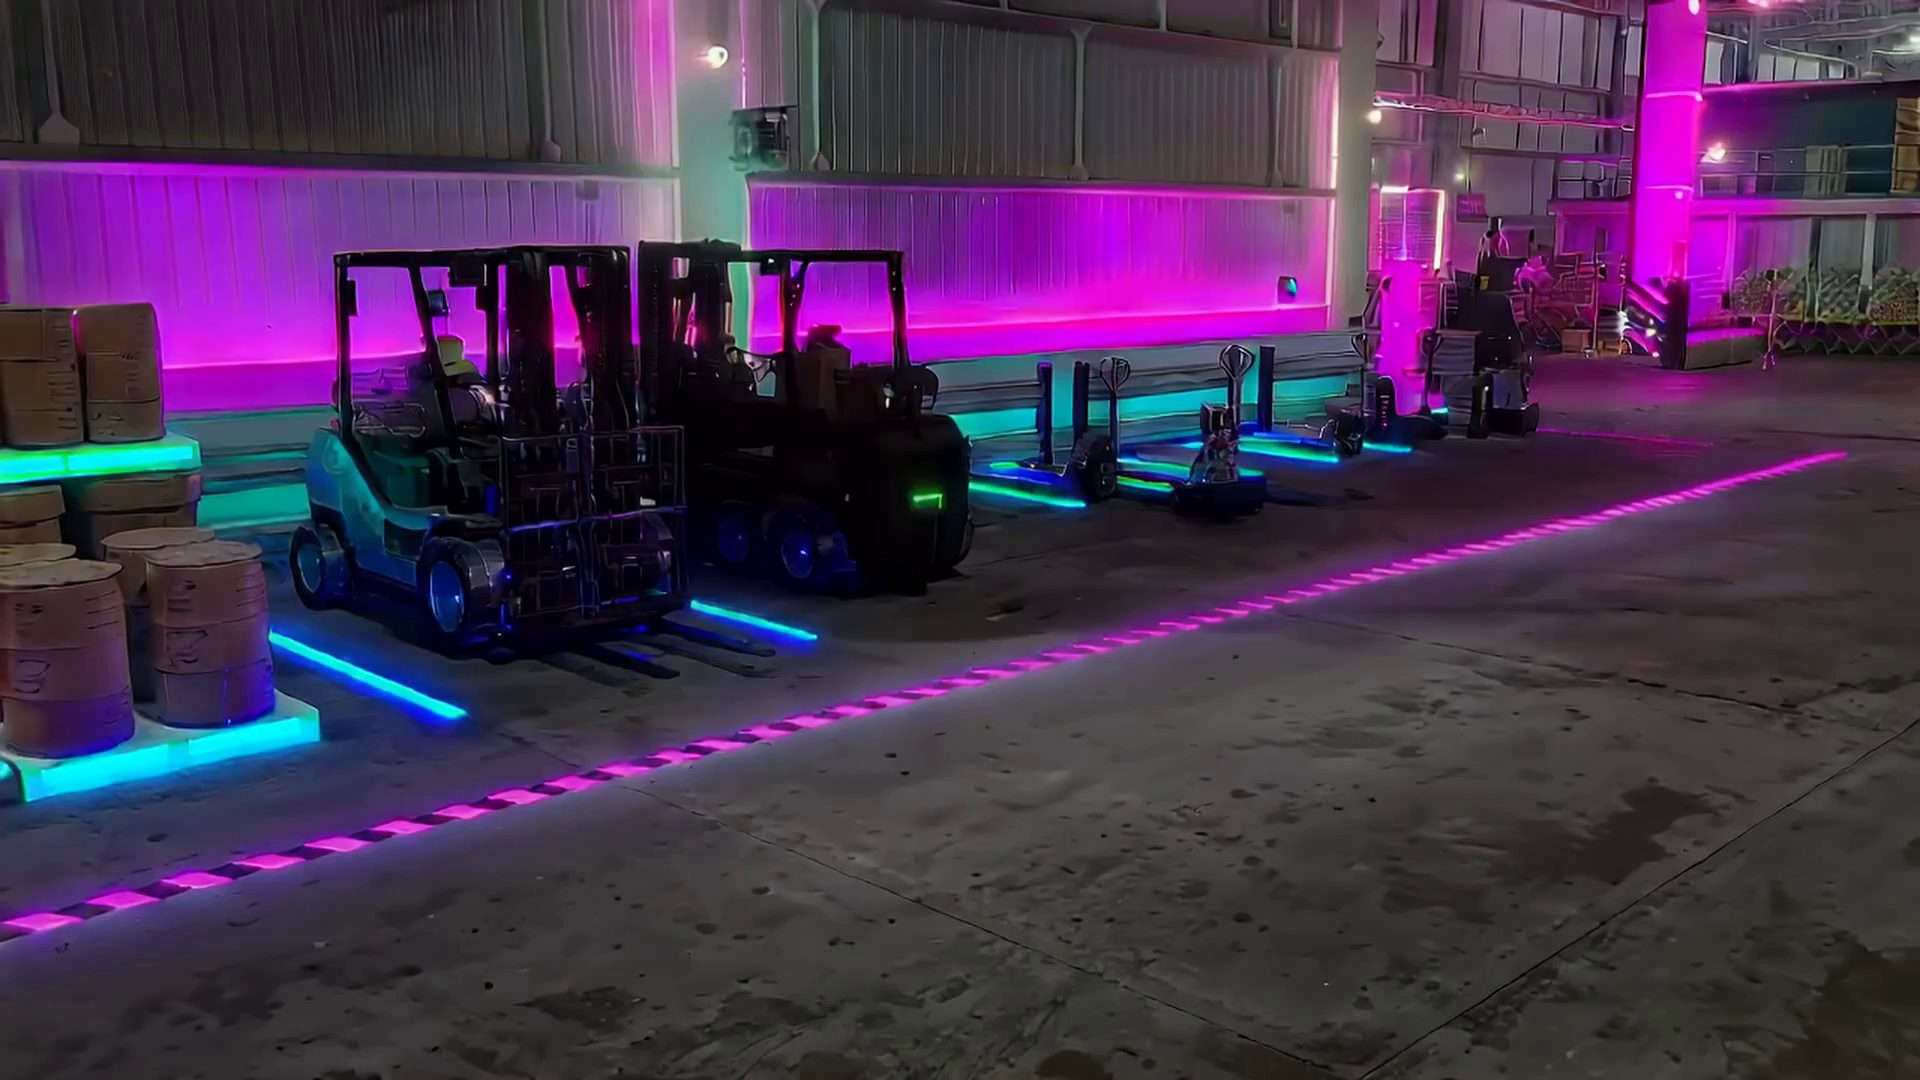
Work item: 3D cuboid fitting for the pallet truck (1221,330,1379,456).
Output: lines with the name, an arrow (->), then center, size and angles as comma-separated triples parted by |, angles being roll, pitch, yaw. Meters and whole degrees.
pallet truck -> 3.563, -1.581, 17.381 | 0.653, 1.274, 1.630 | -10, 14, -44

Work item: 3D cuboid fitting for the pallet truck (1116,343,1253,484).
pallet truck -> 1.962, -1.215, 15.415 | 1.522, 1.261, 0.704 | 10, 14, 43

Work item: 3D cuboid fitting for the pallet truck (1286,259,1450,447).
pallet truck -> 4.493, -2.078, 18.196 | 0.823, 1.965, 1.885 | -9, 14, -40

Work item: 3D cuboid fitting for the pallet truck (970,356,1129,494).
pallet truck -> 0.784, -1.085, 14.876 | 0.680, 1.201, 1.601 | -10, 14, -44

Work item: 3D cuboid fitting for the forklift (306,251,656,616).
forklift -> -2.833, -0.669, 9.694 | 1.157, 1.987, 2.680 | -10, 14, -44

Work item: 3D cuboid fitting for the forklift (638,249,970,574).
forklift -> -1.173, -0.958, 11.239 | 2.680, 1.987, 1.157 | 10, 14, 43

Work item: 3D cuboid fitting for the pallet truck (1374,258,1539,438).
pallet truck -> 5.704, -2.208, 18.901 | 1.885, 1.965, 0.823 | 10, 14, 43
